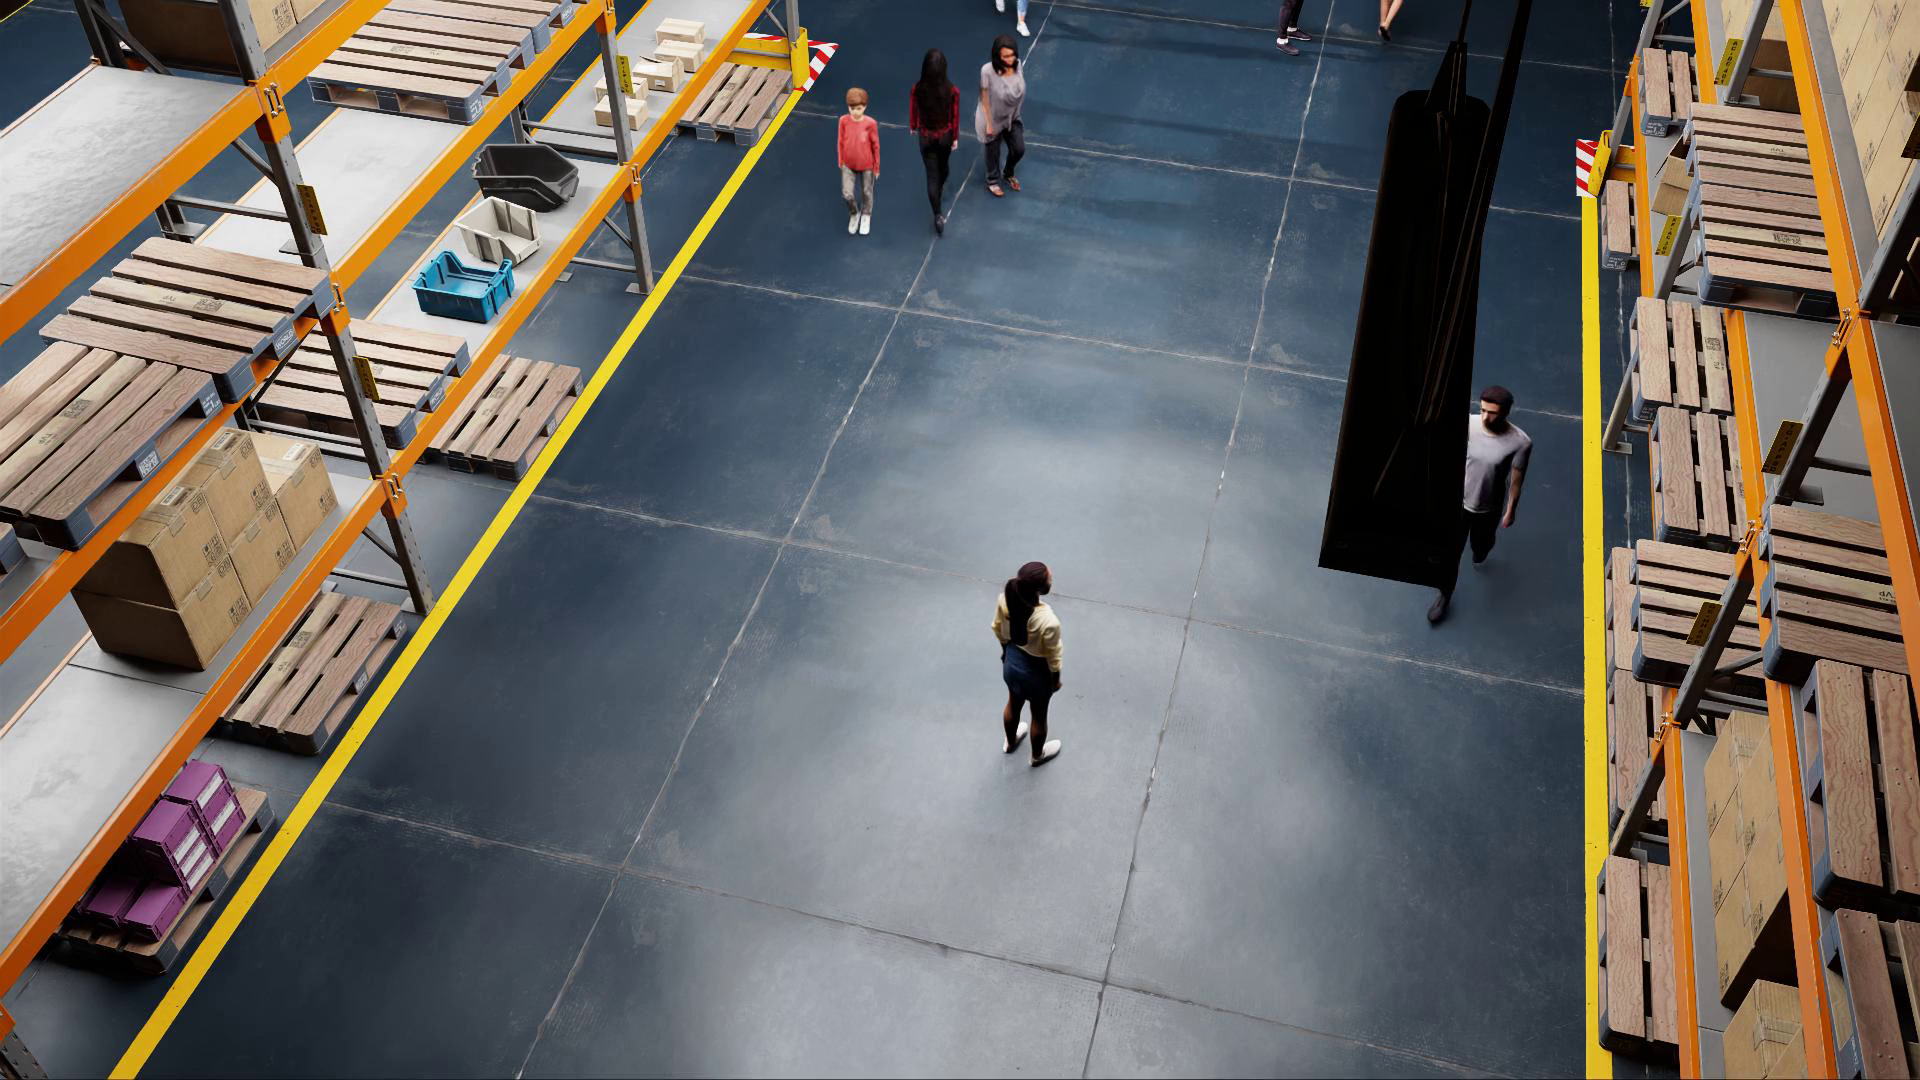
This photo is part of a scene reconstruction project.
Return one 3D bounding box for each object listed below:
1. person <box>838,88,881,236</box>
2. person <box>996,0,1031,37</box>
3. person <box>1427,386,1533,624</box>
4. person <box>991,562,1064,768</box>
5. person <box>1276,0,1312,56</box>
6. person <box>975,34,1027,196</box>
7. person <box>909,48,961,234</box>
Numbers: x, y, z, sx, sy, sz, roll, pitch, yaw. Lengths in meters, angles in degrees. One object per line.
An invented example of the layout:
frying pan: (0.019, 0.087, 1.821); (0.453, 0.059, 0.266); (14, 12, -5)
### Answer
person: (-0.889, -3.398, 14.796); (0.565, 1.410, 0.546); (5, 44, 6)
person: (0.565, -6.227, 17.622); (0.939, 1.609, 1.129); (-11, 45, -11)
person: (3.527, -0.310, 11.251); (0.882, 1.830, 1.152); (22, 48, 22)
person: (0.421, 0.780, 10.269); (0.713, 1.606, 0.689); (29, 51, 27)
person: (3.538, -5.996, 17.213); (0.785, 1.837, 0.606); (22, 48, 21)
person: (0.325, -3.920, 15.214); (0.766, 1.590, 0.828); (-24, 49, -23)
person: (-0.214, -3.501, 14.754); (0.815, 1.618, 1.112); (-3, 44, -3)
